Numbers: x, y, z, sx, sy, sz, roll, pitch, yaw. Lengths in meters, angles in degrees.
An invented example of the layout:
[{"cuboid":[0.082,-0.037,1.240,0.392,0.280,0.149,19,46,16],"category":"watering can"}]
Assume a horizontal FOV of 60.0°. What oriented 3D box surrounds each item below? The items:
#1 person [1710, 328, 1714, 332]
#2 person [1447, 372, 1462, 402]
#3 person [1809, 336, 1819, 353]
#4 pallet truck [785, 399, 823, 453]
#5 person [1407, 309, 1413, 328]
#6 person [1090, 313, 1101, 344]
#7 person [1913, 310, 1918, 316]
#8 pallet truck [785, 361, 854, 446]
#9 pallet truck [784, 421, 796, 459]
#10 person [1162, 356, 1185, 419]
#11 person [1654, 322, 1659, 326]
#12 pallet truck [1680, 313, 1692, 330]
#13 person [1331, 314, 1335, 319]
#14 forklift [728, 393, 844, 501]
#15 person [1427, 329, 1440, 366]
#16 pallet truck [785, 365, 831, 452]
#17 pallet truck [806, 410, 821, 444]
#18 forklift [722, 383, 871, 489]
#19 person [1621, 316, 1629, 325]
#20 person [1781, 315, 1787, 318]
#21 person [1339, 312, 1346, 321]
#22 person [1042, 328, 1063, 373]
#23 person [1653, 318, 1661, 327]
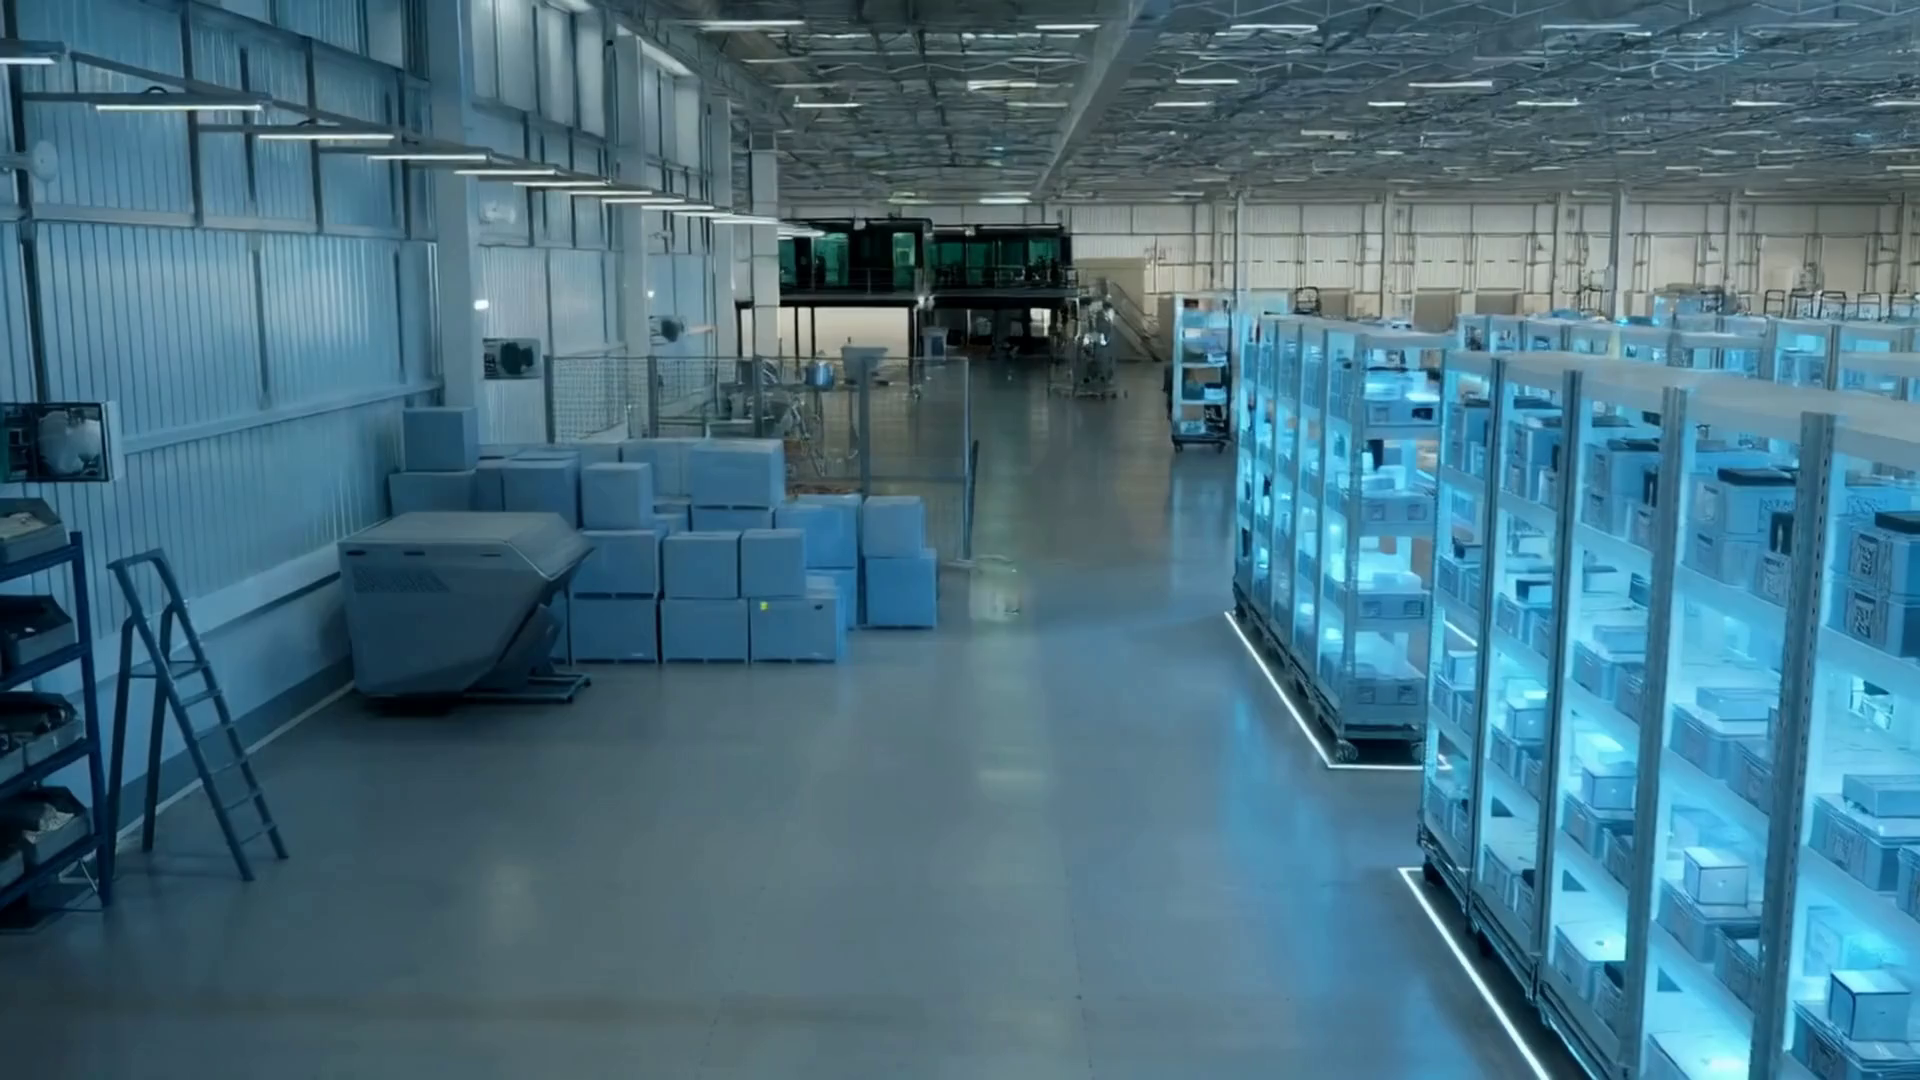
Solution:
[{"cuboid":[28.469,-7.111,63.413,0.918,1.921,0.628,0,9,-3],"category":"person"},{"cuboid":[11.357,-3.135,38.530,0.536,2.018,0.650,-2,9,-12],"category":"person"},{"cuboid":[31.936,-6.837,62.205,0.368,1.750,0.543,1,9,8],"category":"person"},{"cuboid":[-3.814,-2.432,36.419,1.630,1.274,0.653,0,9,1],"category":"pallet truck"},{"cuboid":[25.593,-12.173,94.624,0.398,1.918,0.586,5,10,29],"category":"person"},{"cuboid":[7.409,-11.625,91.239,0.611,1.916,0.822,8,12,41],"category":"person"},{"cuboid":[52.671,-11.724,91.794,0.378,1.932,0.551,-3,10,-20],"category":"person"},{"cuboid":[-3.410,-3.193,38.978,1.885,1.965,0.823,0,9,-1],"category":"pallet truck"},{"cuboid":[-4.013,-1.793,32.705,1.601,1.201,0.680,0,9,1],"category":"pallet truck"},{"cuboid":[5.868,-4.235,45.829,0.677,1.861,0.807,3,10,18],"category":"person"},{"cuboid":[29.975,-8.407,71.481,0.602,1.898,0.746,-2,9,-12],"category":"person"},{"cuboid":[36.315,-10.531,84.244,0.823,1.965,1.885,-6,11,-33],"category":"pallet truck"},{"cuboid":[19.602,-11.002,87.737,0.758,1.808,0.643,1,9,6],"category":"person"},{"cuboid":[-2.979,-1.316,26.476,2.680,1.987,1.157,0,9,1],"category":"forklift"},{"cuboid":[18.198,-7.110,63.558,1.022,1.862,0.615,1,9,7],"category":"person"},{"cuboid":[-3.774,-2.976,37.635,1.885,1.965,0.823,1,9,5],"category":"pallet truck"},{"cuboid":[-3.559,-2.018,33.905,1.522,1.261,0.704,0,9,-1],"category":"pallet truck"},{"cuboid":[-2.893,-1.687,28.729,2.680,1.987,1.157,0,9,-1],"category":"forklift"},{"cuboid":[32.006,-9.803,79.974,0.545,1.921,0.660,1,9,8],"category":"person"},{"cuboid":[41.167,-10.366,83.548,0.586,1.890,0.795,-8,12,-42],"category":"person"},{"cuboid":[21.447,-11.817,92.758,0.922,1.796,0.638,7,11,37],"category":"person"},{"cuboid":[3.697,-7.555,66.458,0.806,1.818,0.518,-5,10,-27],"category":"person"},{"cuboid":[33.609,-9.805,80.309,0.660,1.837,0.495,7,11,36],"category":"person"}]
